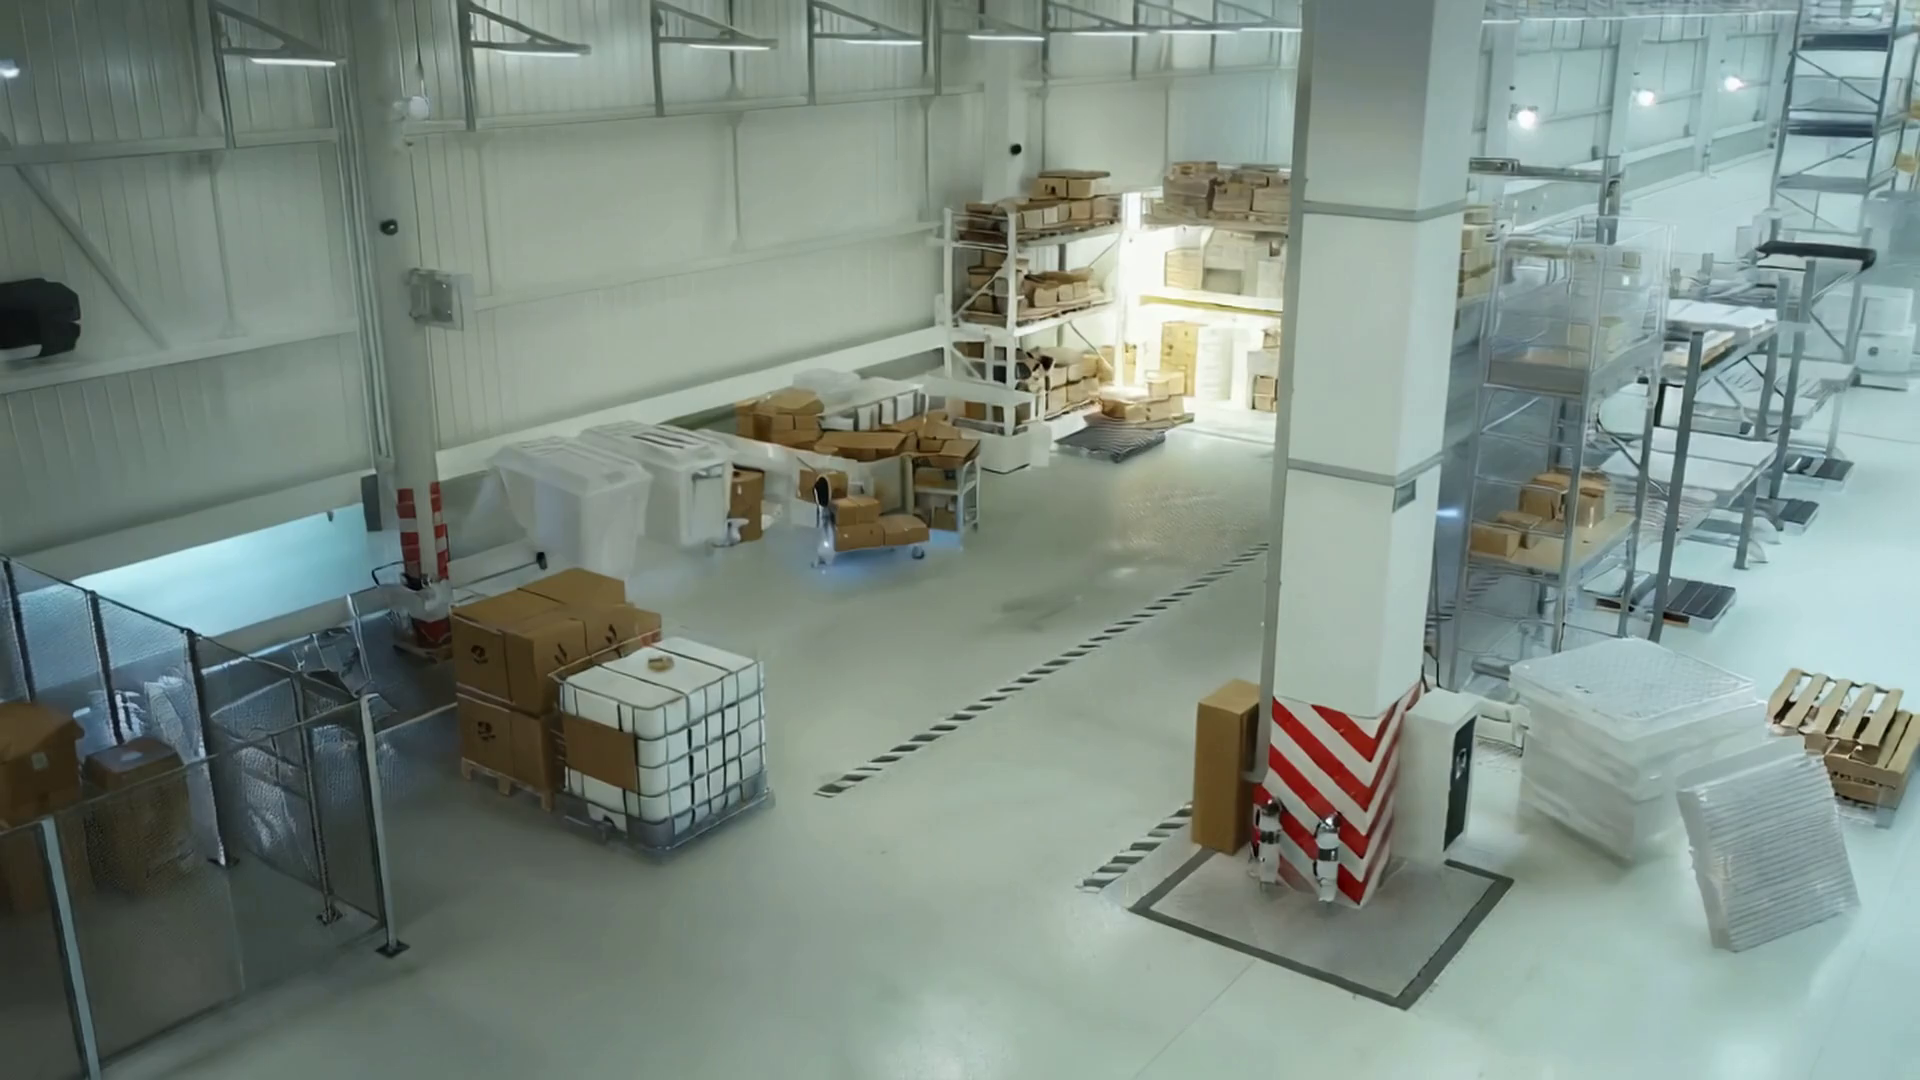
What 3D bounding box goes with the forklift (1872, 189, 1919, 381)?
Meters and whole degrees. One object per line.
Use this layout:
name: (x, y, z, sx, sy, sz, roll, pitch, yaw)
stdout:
forklift: (14.689, -4.050, 26.013, 1.129, 2.768, 1.873, 13, 22, 34)
